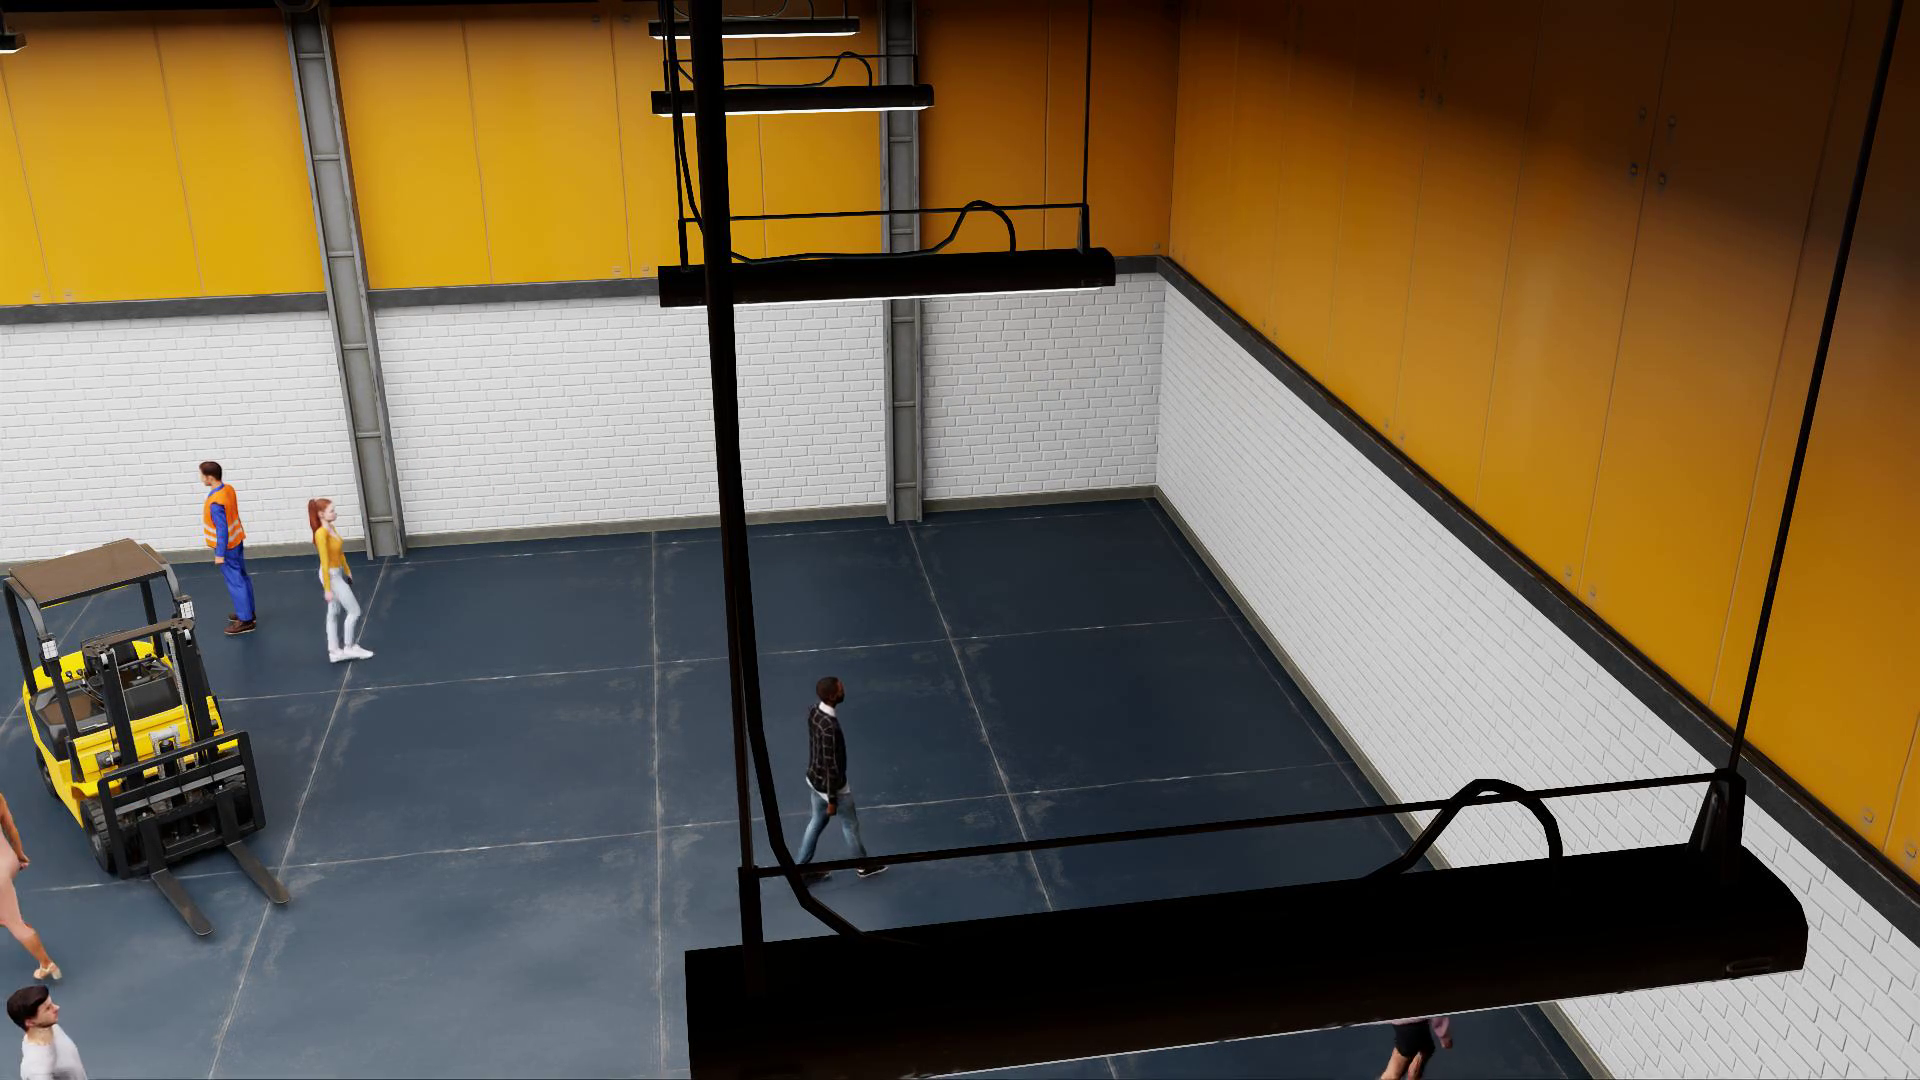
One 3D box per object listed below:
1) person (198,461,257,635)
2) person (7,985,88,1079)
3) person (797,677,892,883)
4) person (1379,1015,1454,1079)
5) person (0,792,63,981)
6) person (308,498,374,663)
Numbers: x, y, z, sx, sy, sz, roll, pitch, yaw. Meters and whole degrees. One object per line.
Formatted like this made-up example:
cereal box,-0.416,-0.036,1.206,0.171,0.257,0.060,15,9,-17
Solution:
person,-7.490,0.055,17.019,0.594,1.859,0.685,-5,24,-11
person,-5.183,3.350,9.481,1.225,1.858,0.881,-11,26,-23
person,-1.099,1.897,12.887,1.105,1.792,0.869,-10,26,-22
person,2.698,3.012,10.338,0.719,1.793,0.665,-1,24,-2
person,-6.754,2.390,11.771,1.180,1.785,0.925,6,24,14
person,-6.249,0.414,16.349,0.639,1.737,0.625,-5,24,-12
